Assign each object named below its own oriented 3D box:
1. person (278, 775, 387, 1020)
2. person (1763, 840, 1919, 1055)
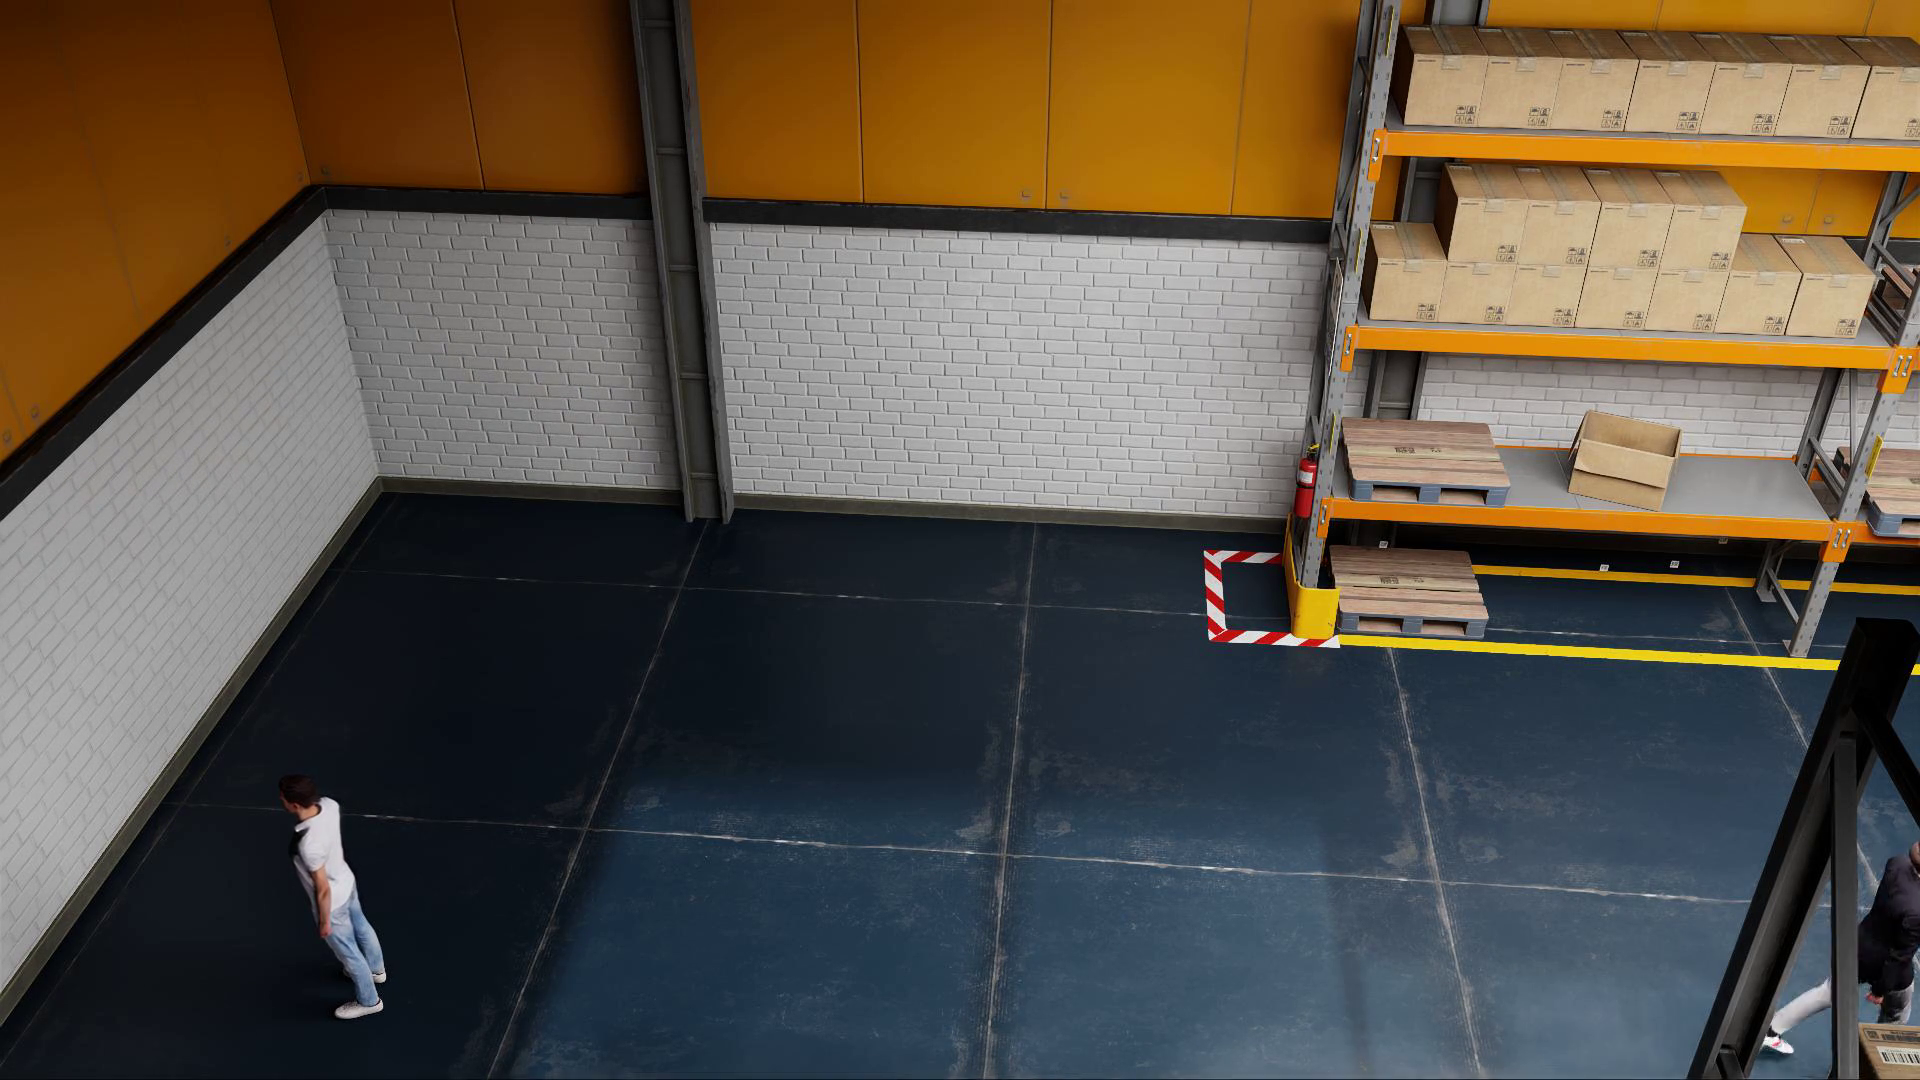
[{"bbox_3d":[-3.802,2.145,10.096,0.595,1.850,0.691,-3,34,-4],"label":"person"},{"bbox_3d":[5.234,2.406,9.654,1.233,1.905,0.730,3,34,5],"label":"person"}]
